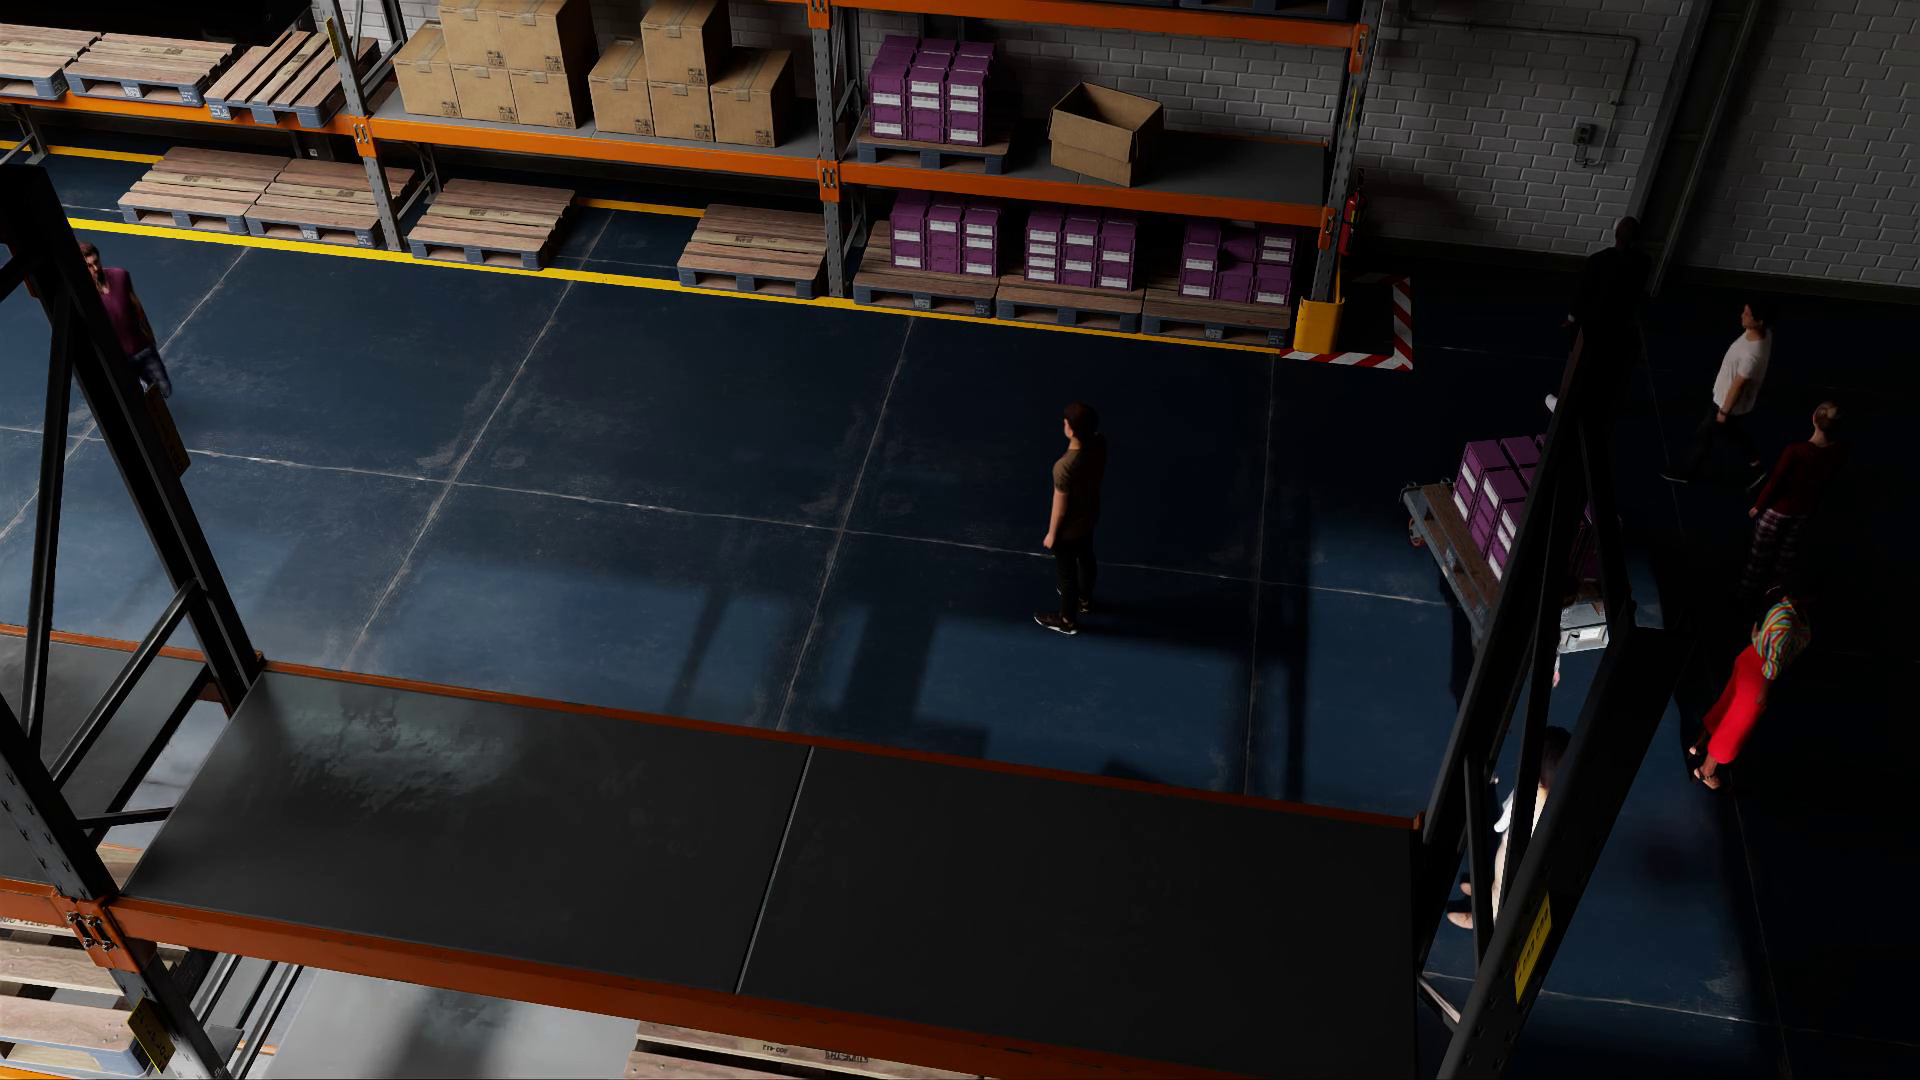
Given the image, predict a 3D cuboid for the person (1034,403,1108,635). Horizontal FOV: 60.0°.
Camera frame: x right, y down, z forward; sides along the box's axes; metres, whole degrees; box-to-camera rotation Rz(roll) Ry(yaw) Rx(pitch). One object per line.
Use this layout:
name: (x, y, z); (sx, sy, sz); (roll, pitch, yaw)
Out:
person: (0.751, -0.148, 10.815); (0.717, 1.852, 0.741); (25, 49, 24)

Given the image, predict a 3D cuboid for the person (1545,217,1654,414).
person: (4.799, -1.649, 12.457); (0.544, 1.761, 0.737); (0, 44, 0)

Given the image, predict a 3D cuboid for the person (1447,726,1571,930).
person: (3.105, 1.600, 9.125); (0.608, 1.652, 0.665); (8, 44, 8)

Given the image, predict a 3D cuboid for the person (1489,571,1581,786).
person: (3.258, 0.710, 10.056); (0.802, 1.656, 0.862); (-26, 50, -25)

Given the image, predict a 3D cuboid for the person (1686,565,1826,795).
person: (4.708, 0.811, 9.851); (0.530, 1.792, 0.600); (9, 44, 9)

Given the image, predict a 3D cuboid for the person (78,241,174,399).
person: (-6.154, -1.419, 12.160); (1.063, 1.837, 0.919); (29, 51, 27)

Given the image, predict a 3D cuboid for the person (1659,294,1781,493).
person: (5.588, -1.005, 11.826); (1.058, 1.698, 0.825); (20, 47, 20)

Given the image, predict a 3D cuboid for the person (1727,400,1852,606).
person: (5.507, -0.244, 11.024); (0.544, 1.703, 0.737); (-4, 44, -4)
